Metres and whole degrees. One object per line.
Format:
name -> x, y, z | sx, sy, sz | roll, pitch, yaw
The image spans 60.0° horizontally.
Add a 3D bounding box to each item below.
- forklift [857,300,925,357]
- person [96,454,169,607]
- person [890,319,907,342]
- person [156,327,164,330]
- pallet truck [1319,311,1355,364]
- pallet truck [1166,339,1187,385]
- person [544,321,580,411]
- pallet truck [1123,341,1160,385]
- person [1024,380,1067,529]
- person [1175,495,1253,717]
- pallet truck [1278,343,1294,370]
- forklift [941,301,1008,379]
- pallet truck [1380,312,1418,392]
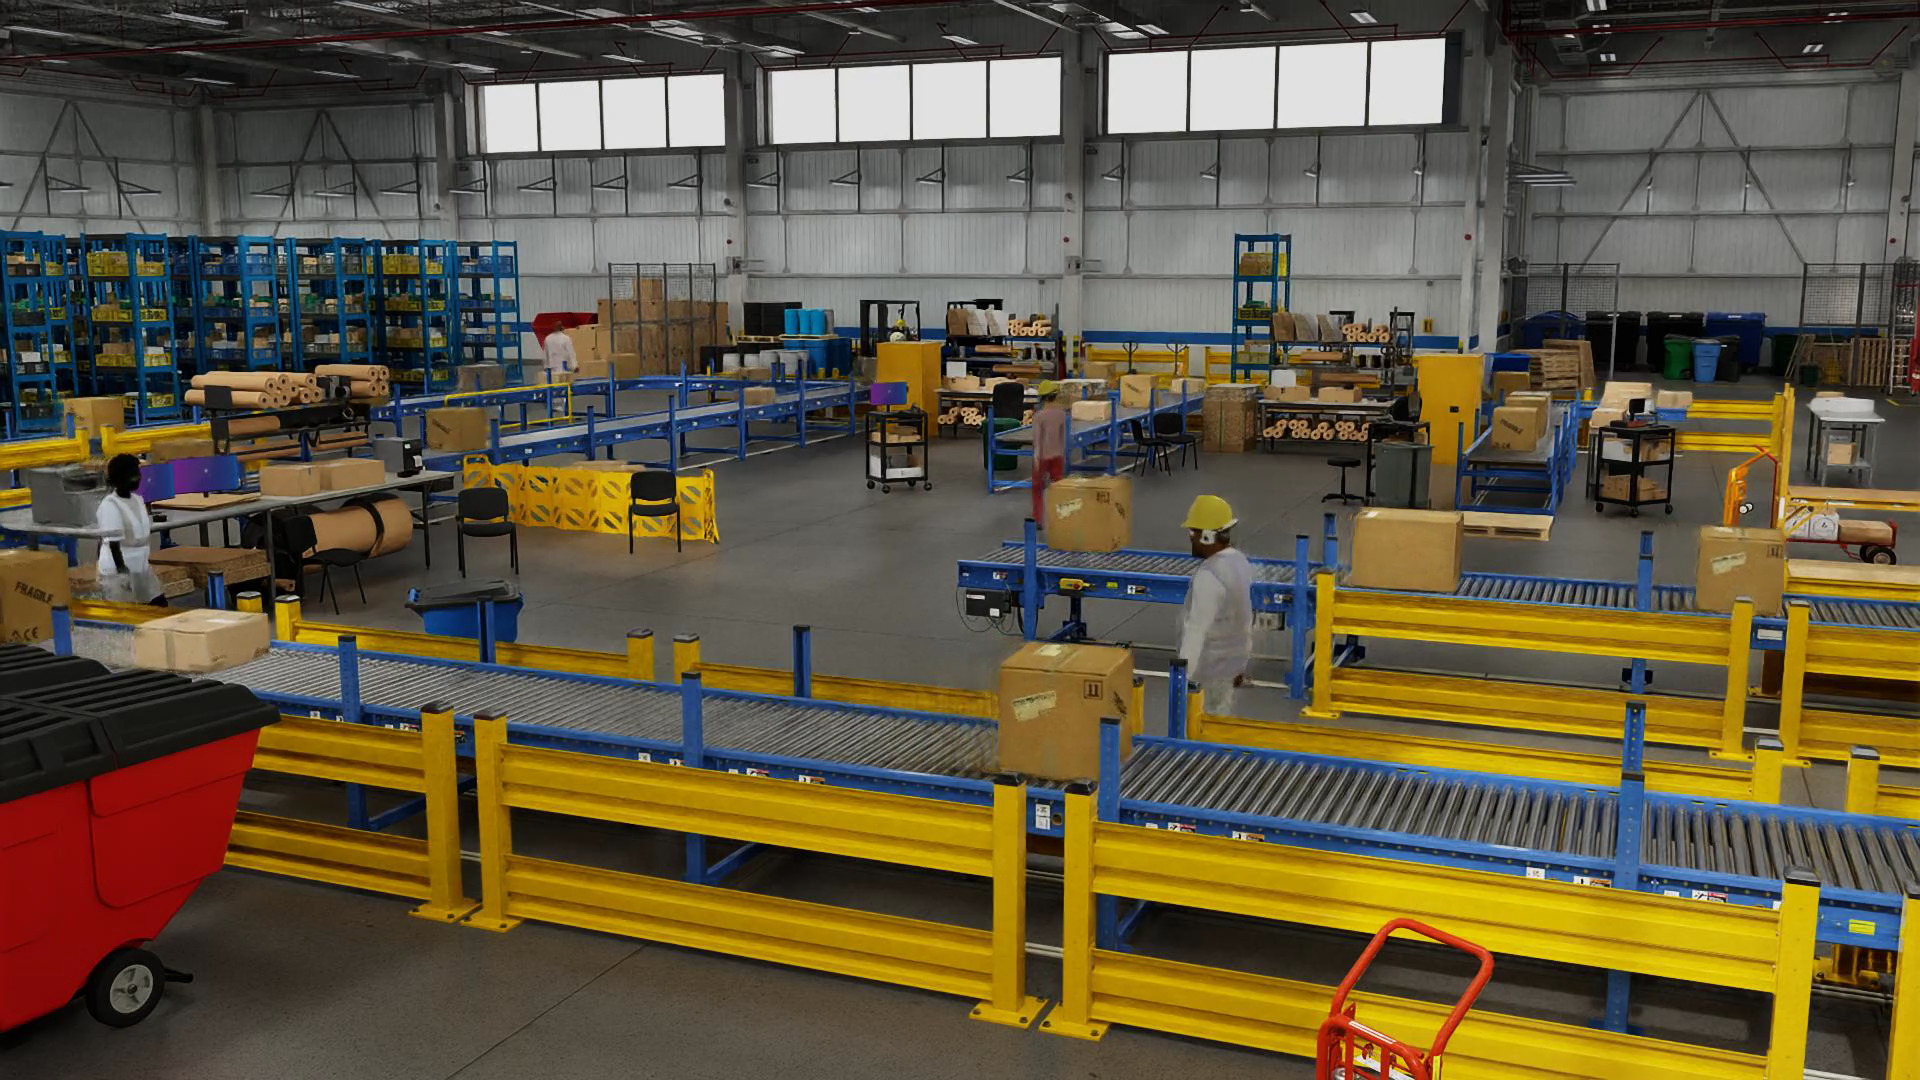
forklift -> -1.732, -5.109, 42.468 | 1.157, 1.987, 2.680 | 4, 10, 22
person -> -6.011, 0.215, 12.084 | 0.515, 1.680, 0.541 | 1, 9, 6
person -> -1.353, -4.071, 37.584 | 0.403, 1.833, 0.591 | -6, 11, -31
person -> -17.938, -4.033, 37.368 | 0.571, 1.831, 0.409 | -7, 11, -35
pallet truck -> 9.071, -4.419, 39.190 | 0.823, 1.965, 1.885 | 5, 10, 26
pallet truck -> 5.418, -4.269, 40.420 | 0.704, 1.261, 1.522 | 3, 10, 20
person -> -8.312, -3.649, 34.900 | 0.664, 1.864, 0.922 | 5, 10, 26
pallet truck -> 4.445, -4.380, 41.279 | 0.680, 1.201, 1.601 | 4, 10, 22
person -> 1.057, -0.953, 18.966 | 0.530, 1.744, 0.746 | -8, 12, -41
person -> 1.284, 0.660, 8.971 | 0.591, 1.812, 0.605 | 4, 10, 21
pallet truck -> 7.886, -4.163, 39.743 | 0.653, 1.274, 1.630 | 4, 10, 22
forklift -> 0.365, -4.966, 41.571 | 1.157, 1.987, 2.680 | 3, 10, 20
pallet truck -> 10.207, -4.283, 38.369 | 0.823, 1.965, 1.885 | 3, 10, 20
